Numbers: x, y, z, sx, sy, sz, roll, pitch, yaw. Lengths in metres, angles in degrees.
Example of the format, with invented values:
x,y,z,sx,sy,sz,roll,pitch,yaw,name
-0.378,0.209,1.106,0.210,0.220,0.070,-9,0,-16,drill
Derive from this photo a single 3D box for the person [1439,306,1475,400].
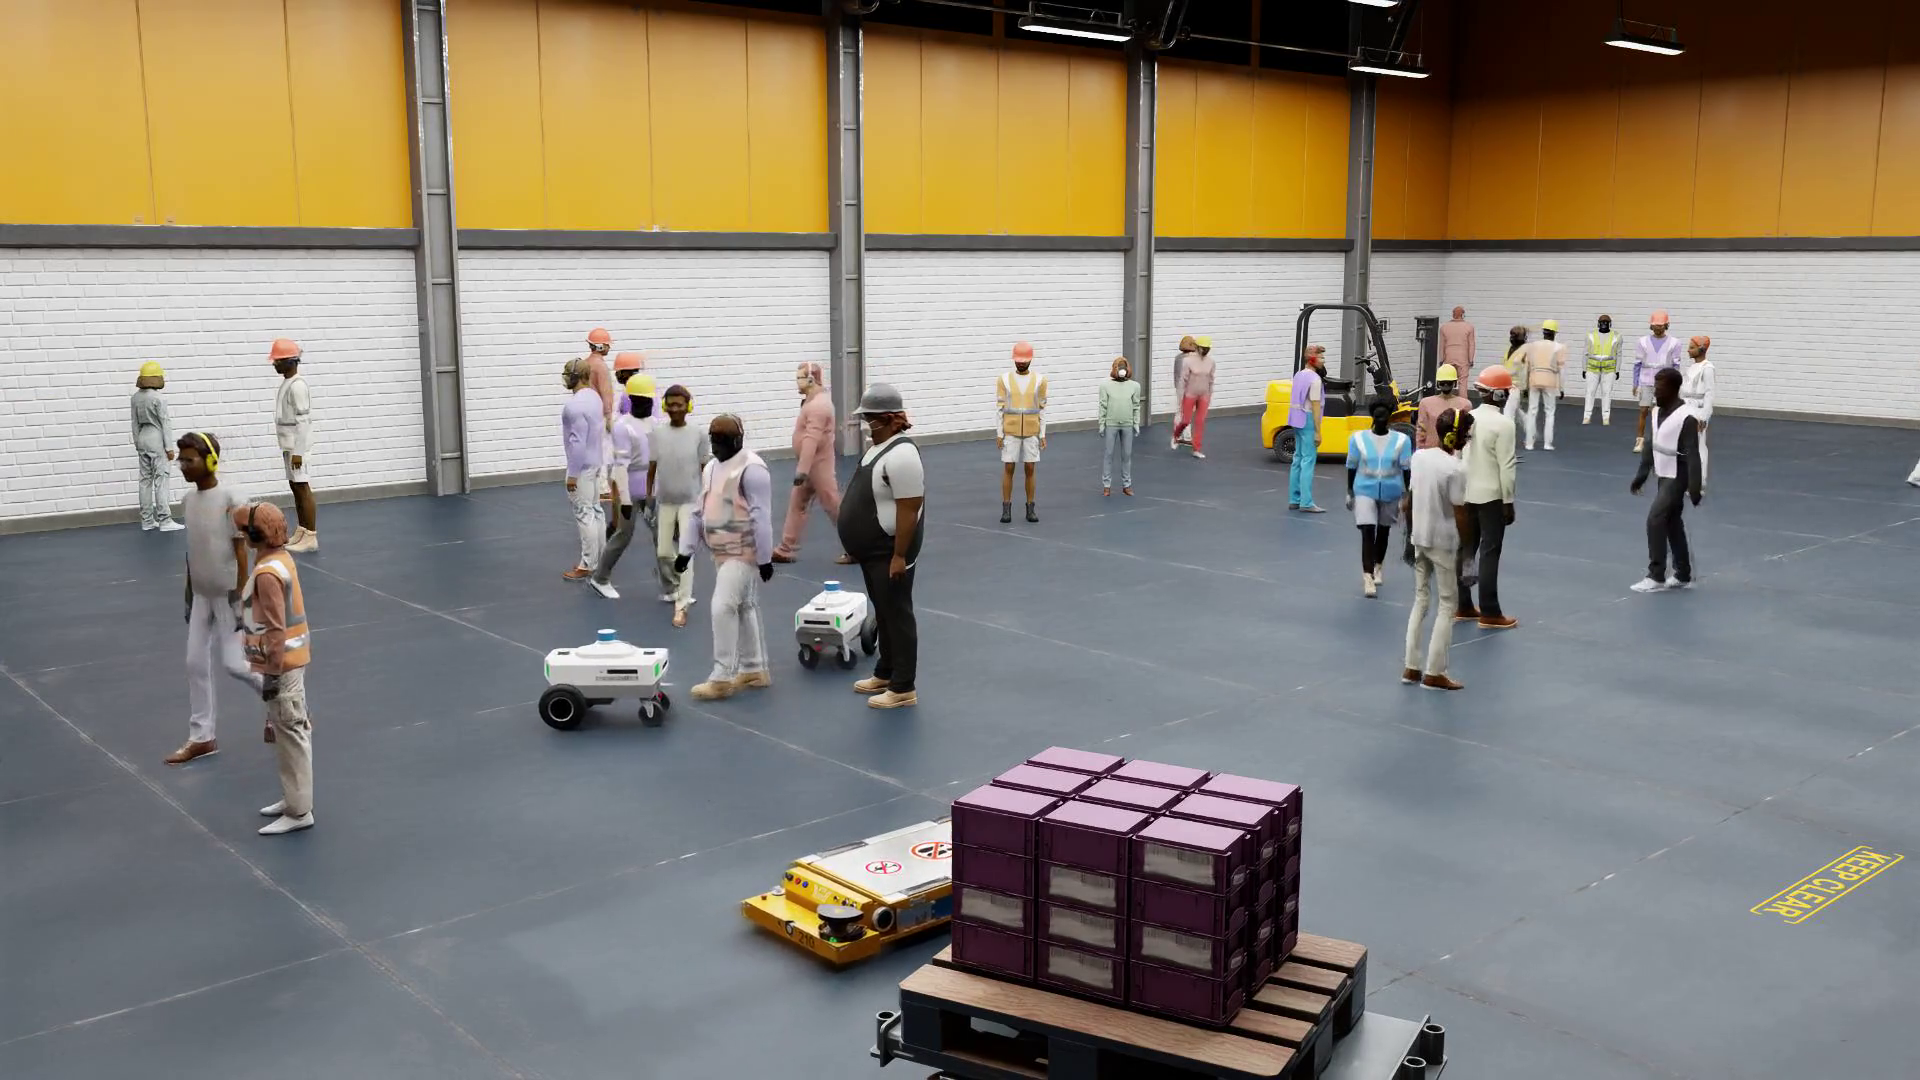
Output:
x,y,z,sx,sy,sz,roll,pitch,yaw,name
9.045,-3.294,30.261,0.636,1.911,0.404,5,11,29,person

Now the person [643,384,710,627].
x,y,z,sx,sy,sz,roll,pitch,yaw,name
-2.173,-0.294,12.864,0.530,1.846,0.744,1,10,6,person

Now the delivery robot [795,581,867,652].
x,y,z,sx,sy,sz,roll,pitch,yaw,name
-0.890,0.529,11.560,0.477,0.478,0.707,2,10,13,delivery robot

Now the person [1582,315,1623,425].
x,y,z,sx,sy,sz,roll,pitch,yaw,name
10.701,-2.833,27.764,0.620,1.842,0.429,4,10,22,person

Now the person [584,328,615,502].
x,y,z,sx,sy,sz,roll,pitch,yaw,name
-4.147,-1.441,19.157,0.397,1.992,0.623,-7,12,-36,person

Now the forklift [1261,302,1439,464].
x,y,z,sx,sy,sz,roll,pitch,yaw,name
5.320,-2.157,22.763,2.313,2.155,1.214,3,10,16,forklift

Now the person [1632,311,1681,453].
x,y,z,sx,sy,sz,roll,pitch,yaw,name
9.911,-2.226,23.703,0.630,2.038,0.442,5,11,25,person

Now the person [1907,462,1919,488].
x,y,z,sx,sy,sz,roll,pitch,yaw,name
11.940,-1.407,20.134,0.860,1.593,0.541,1,10,3,person

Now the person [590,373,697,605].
x,y,z,sx,sy,sz,roll,pitch,yaw,name
-2.637,-0.420,13.510,0.984,1.882,0.605,5,11,26,person

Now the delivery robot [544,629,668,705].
x,y,z,sx,sy,sz,roll,pitch,yaw,name
-2.132,0.785,10.062,0.707,0.478,0.477,0,10,-1,delivery robot

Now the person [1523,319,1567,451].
x,y,z,sx,sy,sz,roll,pitch,yaw,name
8.491,-2.246,24.146,0.595,1.906,0.455,7,12,36,person

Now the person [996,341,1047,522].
x,y,z,sx,sy,sz,roll,pitch,yaw,name
0.653,-1.140,17.590,0.543,1.928,0.373,-1,10,-3,person

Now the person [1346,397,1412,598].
x,y,z,sx,sy,sz,roll,pitch,yaw,name
3.518,-0.383,13.967,0.545,1.651,0.865,1,10,8,person

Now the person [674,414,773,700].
x,y,z,sx,sy,sz,roll,pitch,yaw,name
-1.501,0.107,10.578,0.663,1.821,0.662,-6,11,-30,person

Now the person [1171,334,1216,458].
x,y,z,sx,sy,sz,roll,pitch,yaw,name
3.285,-2.022,23.290,0.537,1.736,0.650,-4,10,-21,person

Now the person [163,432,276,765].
x,y,z,sx,sy,sz,roll,pitch,yaw,name
-4.156,0.306,9.353,0.551,1.851,0.698,4,11,24,person

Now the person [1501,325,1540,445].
x,y,z,sx,sy,sz,roll,pitch,yaw,name
8.241,-2.265,24.553,0.891,1.817,0.625,-2,10,-13,person

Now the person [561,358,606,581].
x,y,z,sx,sy,sz,roll,pitch,yaw,name
-3.286,-0.615,14.482,0.358,1.938,0.636,1,10,4,person

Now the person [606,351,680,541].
x,y,z,sx,sy,sz,roll,pitch,yaw,name
-3.133,-0.907,16.337,0.978,1.904,0.540,2,10,13,person

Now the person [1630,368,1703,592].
x,y,z,sx,sy,sz,roll,pitch,yaw,name
5.891,-0.499,13.972,0.748,1.889,0.596,0,10,0,person

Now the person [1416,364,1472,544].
x,y,z,sx,sy,sz,roll,pitch,yaw,name
4.733,-0.840,16.303,0.523,1.769,0.314,2,10,14,person

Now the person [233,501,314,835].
x,y,z,sx,sy,sz,roll,pitch,yaw,name
-3.339,0.619,8.142,0.314,1.636,0.515,-3,10,-17,person

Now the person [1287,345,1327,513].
x,y,z,sx,sy,sz,roll,pitch,yaw,name
3.810,-1.221,18.310,0.384,1.841,0.565,-2,10,-12,person

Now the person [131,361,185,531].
x,y,z,sx,sy,sz,roll,pitch,yaw,name
-8.266,-0.964,17.096,0.492,1.742,0.324,4,11,24,person

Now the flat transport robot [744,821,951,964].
x,y,z,sx,sy,sz,roll,pitch,yaw,name
-0.161,1.459,7.218,1.431,0.197,0.652,-8,13,-41,flat transport robot

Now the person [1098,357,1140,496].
x,y,z,sx,sy,sz,roll,pitch,yaw,name
1.873,-1.331,19.557,0.502,1.636,0.280,-1,10,-6,person

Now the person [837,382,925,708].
x,y,z,sx,sy,sz,roll,pitch,yaw,name
-0.499,0.026,10.434,0.536,2.000,0.688,-3,10,-15,person

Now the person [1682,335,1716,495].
x,y,z,sx,sy,sz,roll,pitch,yaw,name
8.709,-1.476,19.682,0.342,1.882,0.587,1,10,5,person

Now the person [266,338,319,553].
x,y,z,sx,sy,sz,roll,pitch,yaw,name
-6.352,-0.898,15.835,0.369,2.045,0.608,-6,11,-32,person

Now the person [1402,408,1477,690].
x,y,z,sx,sy,sz,roll,pitch,yaw,name
3.083,0.073,10.827,0.346,1.842,0.572,-5,11,-27,person

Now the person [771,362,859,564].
x,y,z,sx,sy,sz,roll,pitch,yaw,name
-1.319,-0.685,15.140,0.987,1.861,0.650,-2,10,-11,person

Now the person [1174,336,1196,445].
x,y,z,sx,sy,sz,roll,pitch,yaw,name
3.377,-2.225,24.801,0.280,1.633,0.507,-5,11,-29,person

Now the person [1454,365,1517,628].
x,y,z,sx,sy,sz,roll,pitch,yaw,name
4.009,-0.332,12.659,0.389,1.996,0.612,-4,10,-21,person
